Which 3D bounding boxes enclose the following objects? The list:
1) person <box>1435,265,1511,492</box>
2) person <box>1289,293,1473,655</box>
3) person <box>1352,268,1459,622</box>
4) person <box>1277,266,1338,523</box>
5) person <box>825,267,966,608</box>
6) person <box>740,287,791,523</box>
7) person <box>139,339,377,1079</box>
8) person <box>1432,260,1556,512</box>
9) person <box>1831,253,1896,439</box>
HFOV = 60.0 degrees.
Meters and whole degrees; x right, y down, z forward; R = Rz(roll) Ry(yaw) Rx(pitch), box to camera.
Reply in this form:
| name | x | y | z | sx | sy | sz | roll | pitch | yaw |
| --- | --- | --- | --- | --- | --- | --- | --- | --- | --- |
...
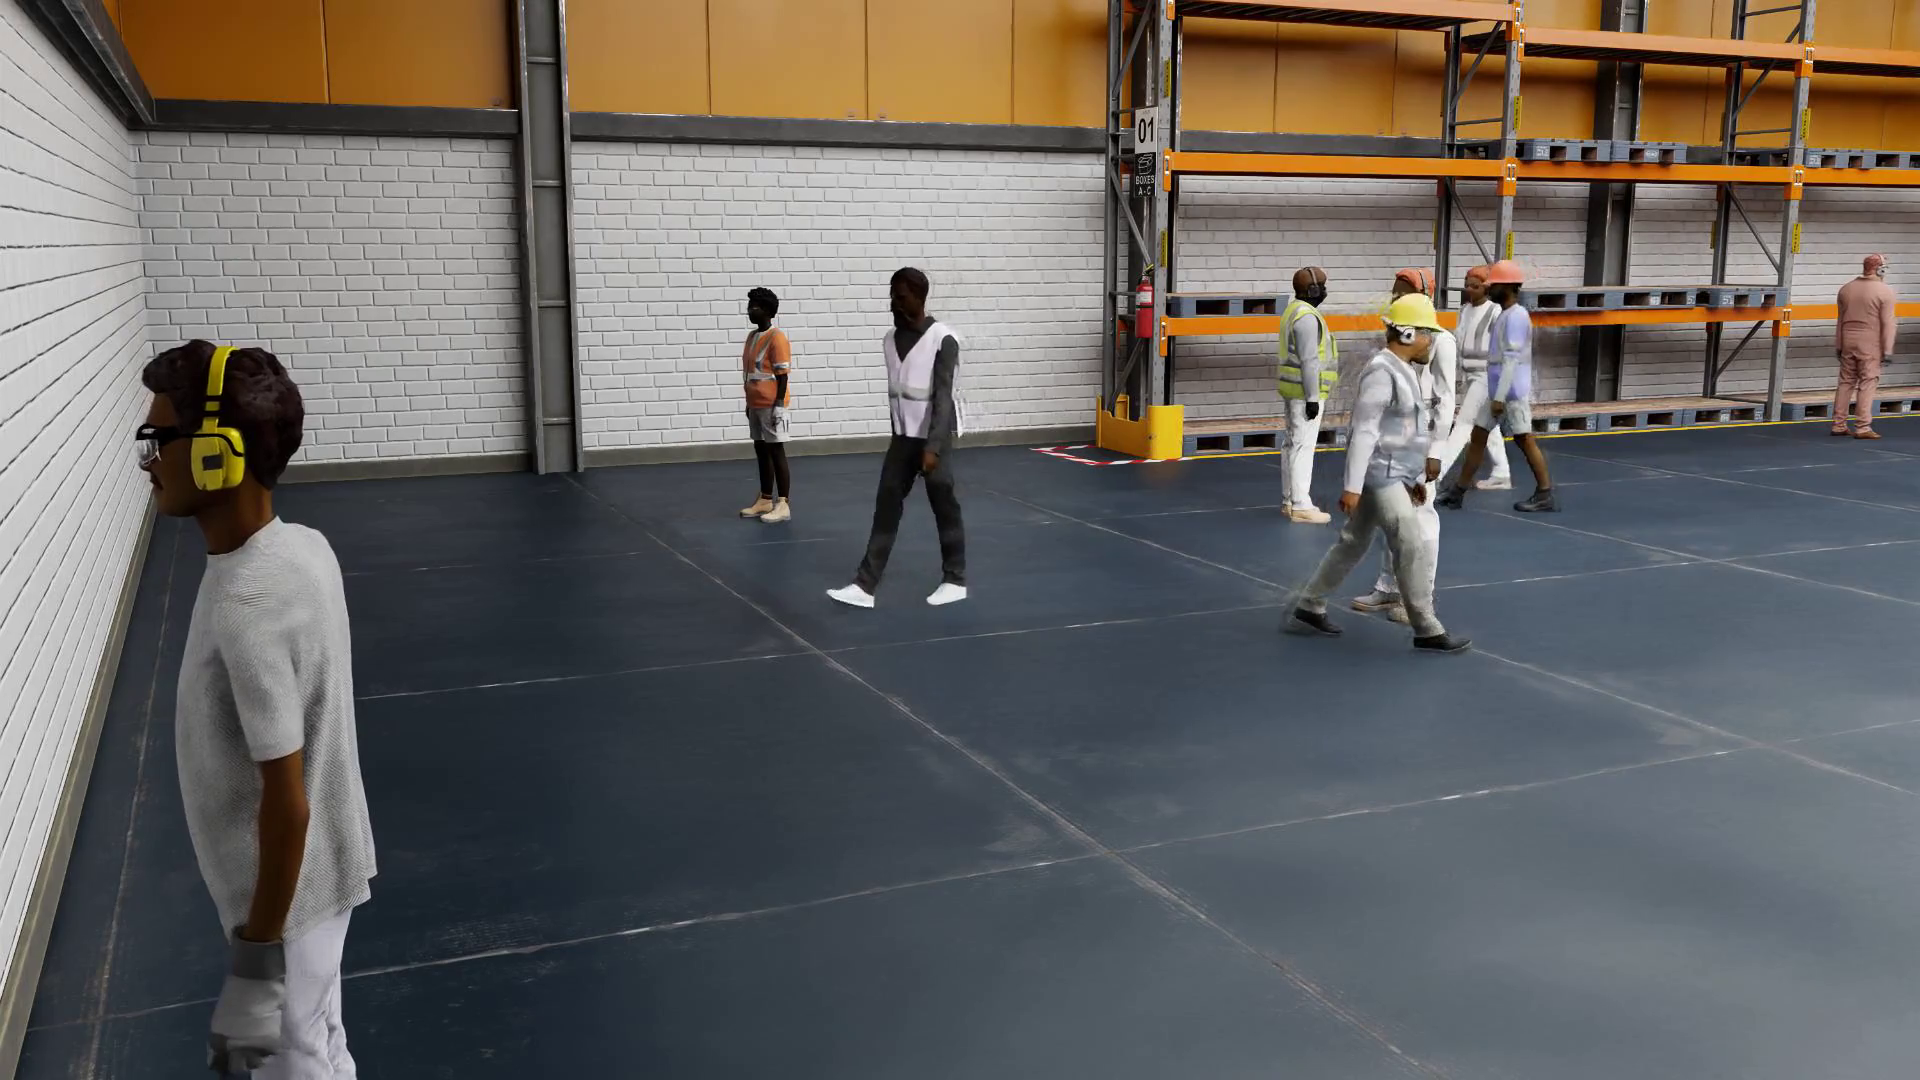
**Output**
| name | x | y | z | sx | sy | sz | roll | pitch | yaw |
| --- | --- | --- | --- | --- | --- | --- | --- | --- | --- |
| person | 4.096 | -1.291 | 13.434 | 0.997 | 1.823 | 0.617 | -1 | 10 | -8 |
| person | 2.089 | -0.338 | 8.308 | 0.930 | 1.777 | 0.592 | 4 | 11 | 23 |
| person | 2.401 | -0.507 | 8.927 | 0.355 | 1.883 | 0.573 | -4 | 11 | -22 |
| person | 2.520 | -1.053 | 12.084 | 0.429 | 1.844 | 0.625 | 0 | 10 | 1 |
| person | -0.295 | -0.533 | 9.078 | 0.961 | 1.872 | 0.611 | -10 | 14 | -43 |
| person | -1.413 | -0.979 | 12.070 | 0.315 | 1.696 | 0.541 | -7 | 12 | -33 |
| person | -1.131 | 0.612 | 2.723 | 0.329 | 1.874 | 0.518 | -3 | 10 | -14 |
| person | 4.045 | -1.135 | 12.424 | 0.980 | 1.884 | 0.564 | 1 | 10 | 6 |
| person | 9.327 | -1.986 | 17.123 | 0.401 | 1.904 | 0.645 | -4 | 11 | -22 |
